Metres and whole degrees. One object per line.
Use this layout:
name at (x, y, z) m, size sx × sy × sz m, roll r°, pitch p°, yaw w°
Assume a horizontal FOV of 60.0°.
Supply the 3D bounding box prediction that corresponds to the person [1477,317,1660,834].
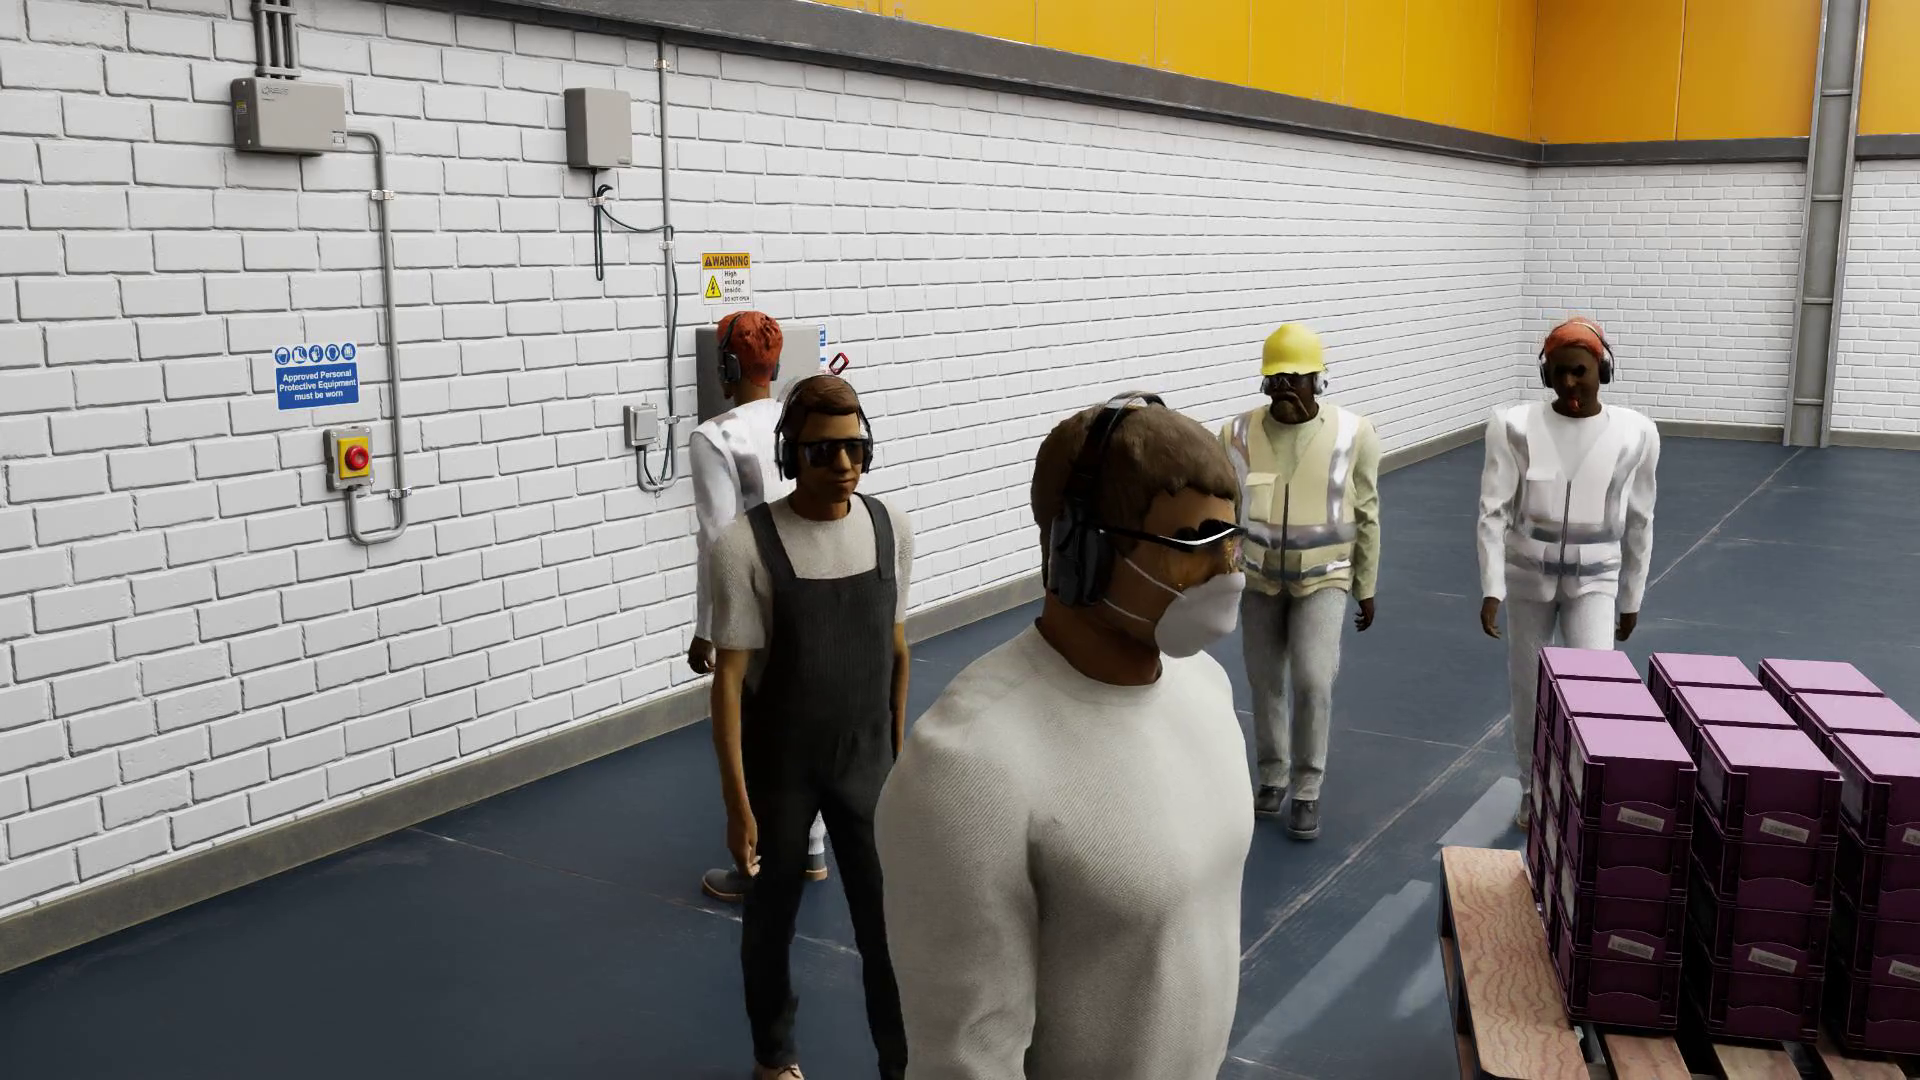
person at (2.022, 0.191, 5.587) m, size 0.563 × 1.839 × 0.945 m, roll 4°, pitch 11°, yaw 19°

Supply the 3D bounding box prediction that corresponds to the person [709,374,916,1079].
person at (-0.286, 0.542, 3.714) m, size 0.528 × 1.800 × 0.906 m, roll -5°, pitch 12°, yaw -28°

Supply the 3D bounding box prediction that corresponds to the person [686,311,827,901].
person at (-0.635, 0.221, 5.283) m, size 0.357 × 1.881 × 0.574 m, roll 7°, pitch 13°, yaw 35°

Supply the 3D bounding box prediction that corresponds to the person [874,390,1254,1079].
person at (0.160, 0.791, 1.970) m, size 0.371 × 1.939 × 0.627 m, roll 7°, pitch 12°, yaw 32°

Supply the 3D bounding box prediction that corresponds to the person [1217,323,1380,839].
person at (1.140, 0.150, 5.866) m, size 0.616 × 1.809 × 0.618 m, roll 4°, pitch 11°, yaw 22°
